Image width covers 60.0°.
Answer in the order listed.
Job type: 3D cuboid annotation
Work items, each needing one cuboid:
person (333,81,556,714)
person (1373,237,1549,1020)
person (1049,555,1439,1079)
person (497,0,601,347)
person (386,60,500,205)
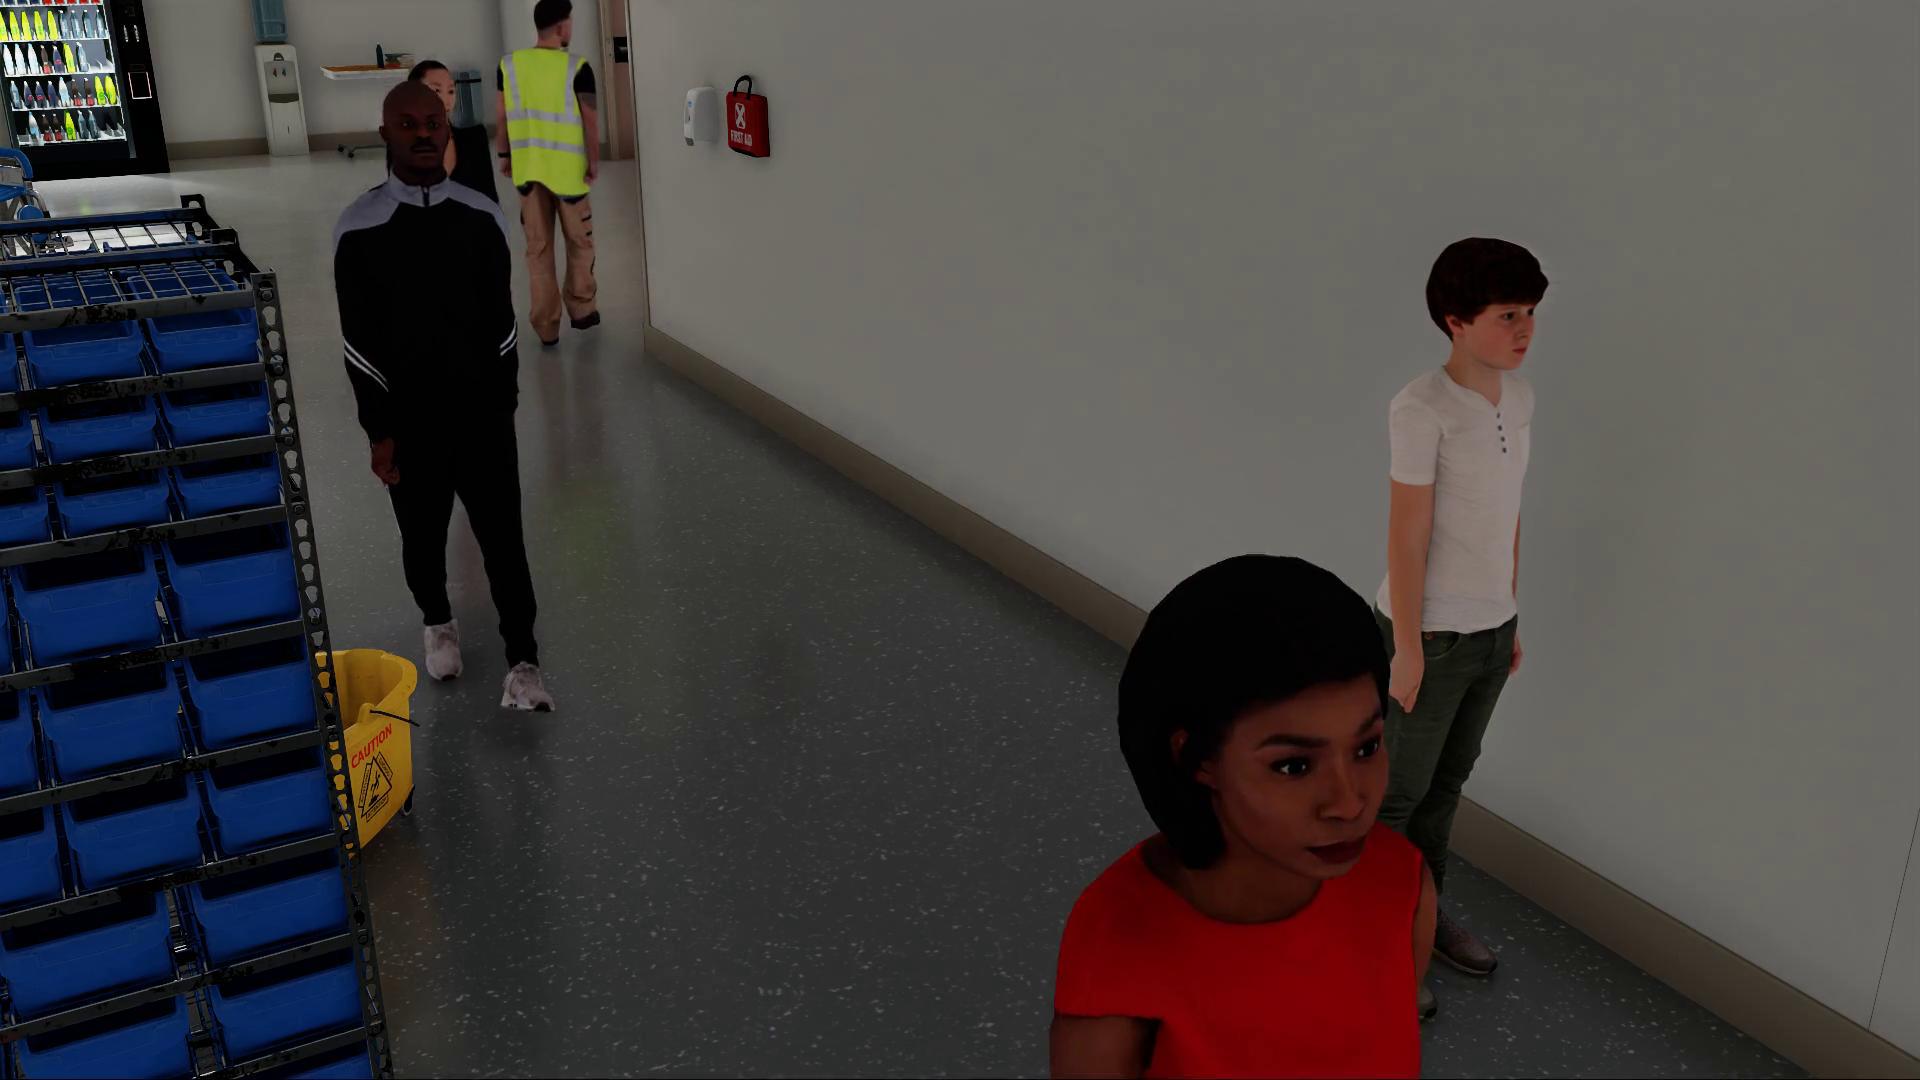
[{"bbox_3d":[-1.545,-0.404,4.857,1.087,1.797,0.768,-10,23,-24],"label":"person"},{"bbox_3d":[1.015,0.186,3.500,0.512,1.655,0.657,-16,26,-36],"label":"person"},{"bbox_3d":[0.226,0.805,1.759,0.576,1.732,0.666,-10,23,-25],"label":"person"},{"bbox_3d":[-2.190,-1.940,8.883,0.893,1.818,0.957,-3,21,-7],"label":"person"},{"bbox_3d":[-2.120,-1.114,6.894,0.689,1.681,0.690,-9,23,-23],"label":"person"}]
